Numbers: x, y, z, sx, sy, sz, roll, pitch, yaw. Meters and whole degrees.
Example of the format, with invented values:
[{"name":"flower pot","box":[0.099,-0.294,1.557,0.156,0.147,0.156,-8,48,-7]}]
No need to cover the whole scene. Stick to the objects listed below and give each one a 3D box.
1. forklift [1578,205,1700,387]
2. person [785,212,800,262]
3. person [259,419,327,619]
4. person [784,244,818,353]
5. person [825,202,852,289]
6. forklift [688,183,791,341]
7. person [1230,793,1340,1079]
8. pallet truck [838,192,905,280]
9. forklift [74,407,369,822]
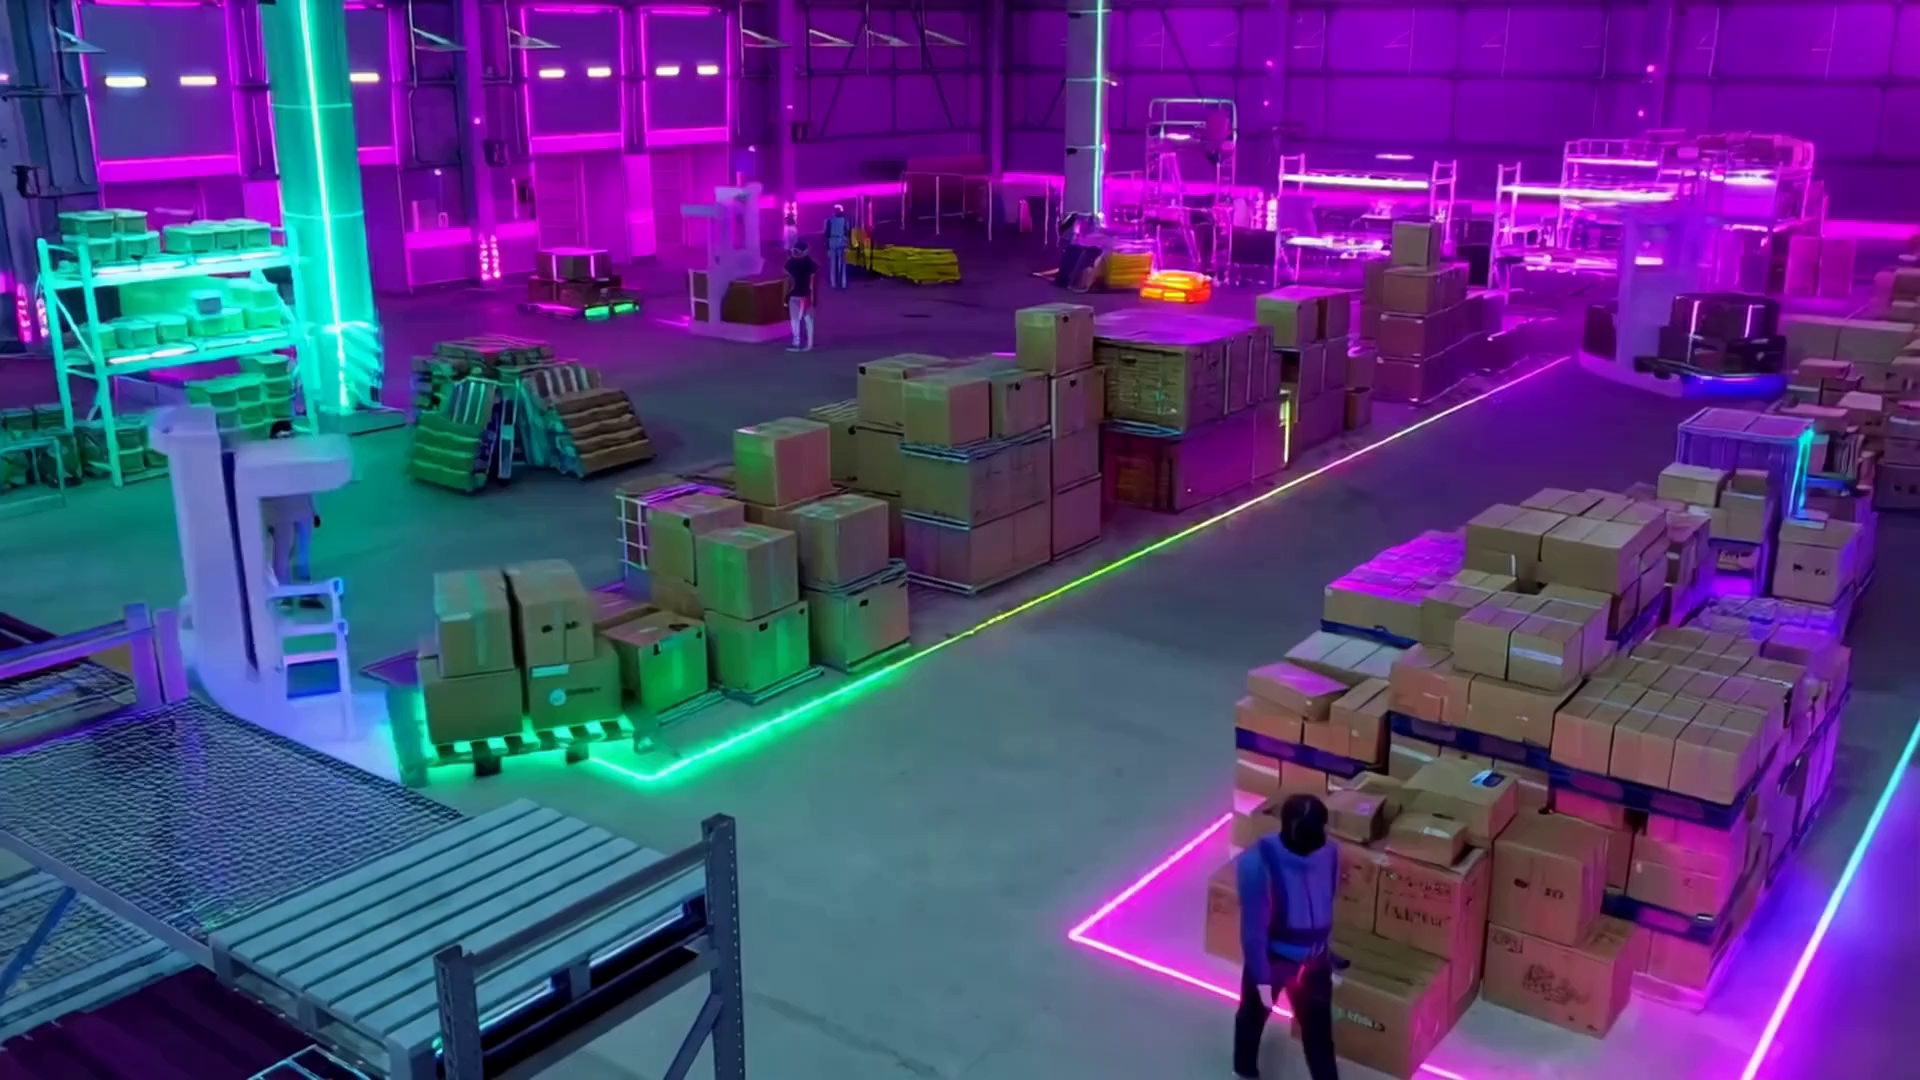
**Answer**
[{"name":"forklift","box":[11.234,-4.067,27.240,1.129,2.768,1.873,-4,17,-12]},{"name":"person","box":[-3.703,-6.483,37.257,0.391,1.686,0.567,-4,17,-13]},{"name":"person","box":[-6.475,-0.223,16.116,0.370,1.941,0.627,9,19,27]},{"name":"person","box":[-2.836,-4.308,29.668,0.637,1.929,0.368,-9,19,-27]},{"name":"person","box":[-2.720,-6.602,37.287,0.587,1.914,0.407,-1,17,-3]},{"name":"forklift","box":[-4.094,-5.262,31.199,1.873,2.768,1.129,12,21,35]},{"name":"person","box":[1.720,2.161,8.456,0.633,1.806,0.860,-8,19,-25]},{"name":"pallet truck","box":[-1.936,-7.159,38.982,1.885,1.965,0.823,-12,21,-34]},{"name":"forklift","box":[-5.483,0.476,12.199,1.873,2.768,1.129,-7,18,-21]}]
